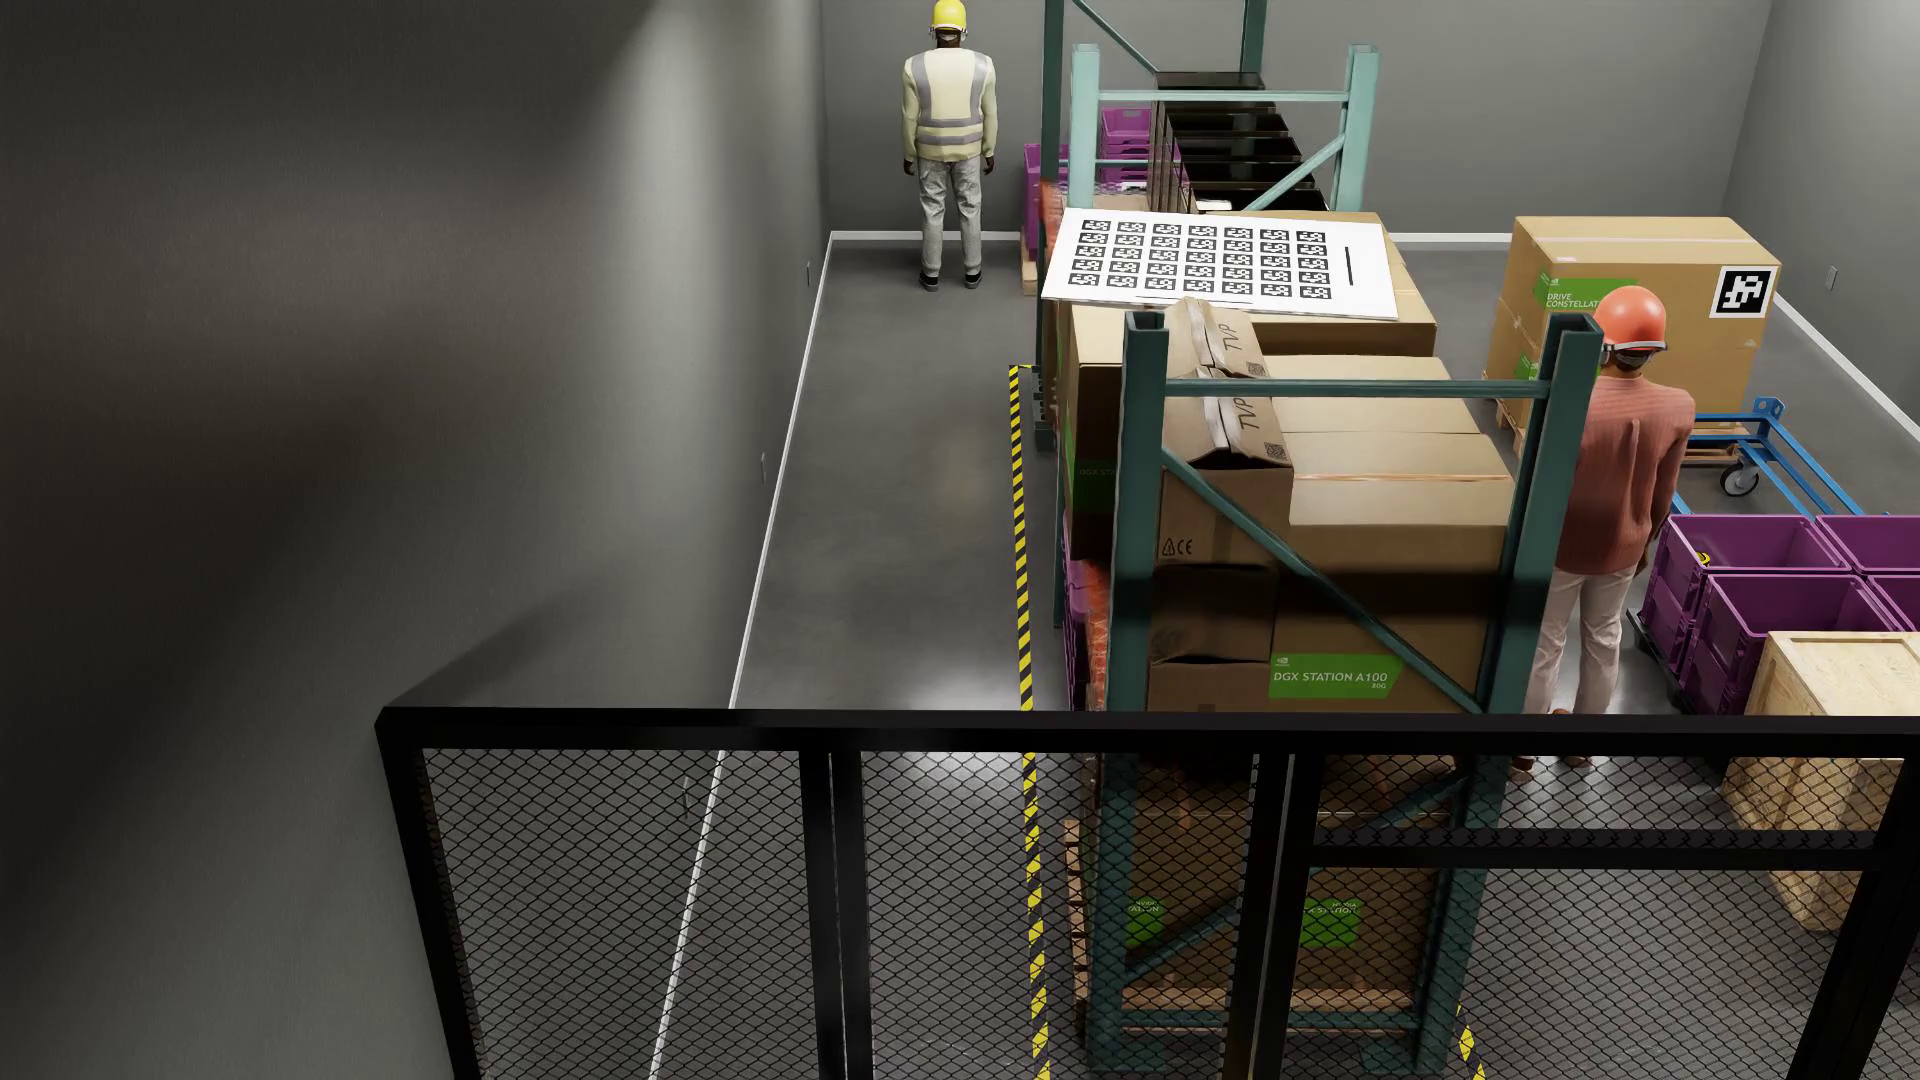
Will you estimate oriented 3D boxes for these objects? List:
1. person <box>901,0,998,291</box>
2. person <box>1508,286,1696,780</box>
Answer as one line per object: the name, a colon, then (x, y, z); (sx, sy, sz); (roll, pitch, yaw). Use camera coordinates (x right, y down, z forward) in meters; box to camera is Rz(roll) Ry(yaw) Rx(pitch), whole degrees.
person: (-0.069, -2.458, 10.399); (0.602, 1.830, 0.404); (-4, 31, -6)
person: (2.303, 0.009, 6.146); (0.608, 1.995, 0.377); (-7, 32, -12)
